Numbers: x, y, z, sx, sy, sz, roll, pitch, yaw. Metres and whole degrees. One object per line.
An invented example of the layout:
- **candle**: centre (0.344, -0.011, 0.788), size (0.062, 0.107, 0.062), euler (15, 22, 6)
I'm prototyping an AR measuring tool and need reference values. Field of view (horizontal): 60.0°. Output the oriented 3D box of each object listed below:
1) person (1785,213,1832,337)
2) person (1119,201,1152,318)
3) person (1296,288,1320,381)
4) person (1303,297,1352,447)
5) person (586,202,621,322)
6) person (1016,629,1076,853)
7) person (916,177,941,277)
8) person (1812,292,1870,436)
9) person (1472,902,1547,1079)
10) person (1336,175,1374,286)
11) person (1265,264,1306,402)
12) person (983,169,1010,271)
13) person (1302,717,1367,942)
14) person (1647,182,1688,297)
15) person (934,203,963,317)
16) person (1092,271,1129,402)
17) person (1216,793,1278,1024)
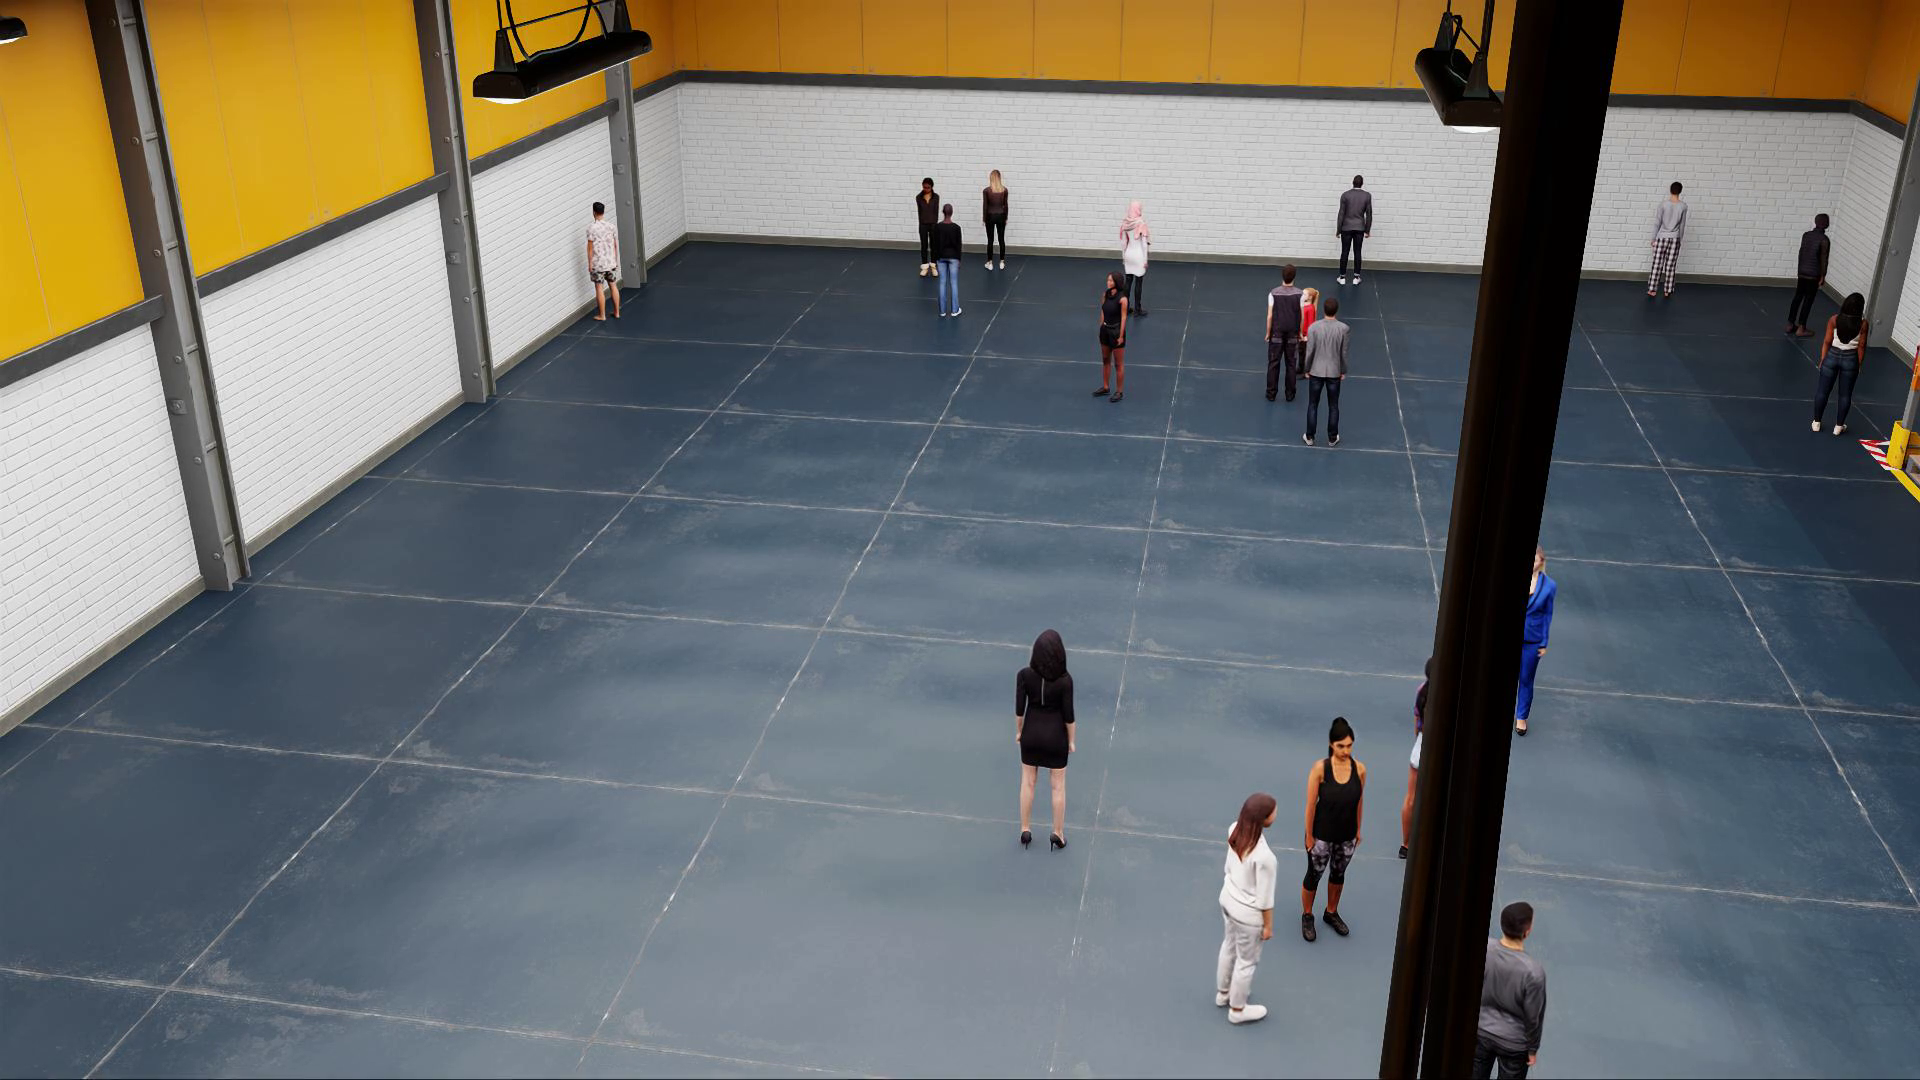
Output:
- **person**: centre (12.769, -3.999, 24.987), size (0.834, 1.835, 0.666), euler (-6, 24, -13)
- **person**: centre (2.723, -4.389, 25.920), size (0.736, 1.803, 0.761), euler (20, 31, 38)
- **person**: centre (4.800, -2.884, 23.126), size (0.632, 1.281, 0.539), euler (-6, 24, -14)
- **person**: centre (4.523, -2.080, 20.548), size (0.663, 1.874, 0.574), euler (4, 24, 9)
- **person**: centre (-5.517, -4.319, 25.749), size (0.708, 1.812, 0.800), euler (-20, 31, -38)
- **person**: centre (0.628, 1.507, 12.429), size (0.618, 1.804, 0.508), euler (6, 24, 15)
- **person**: centre (-0.536, -5.350, 28.295), size (0.616, 1.660, 0.666), euler (1, 24, 1)
- **person**: centre (11.116, -2.235, 20.984), size (0.738, 1.808, 0.743), euler (16, 28, 32)
- **person**: centre (3.084, 2.816, 9.488), size (0.702, 1.761, 0.714), euler (19, 30, 37)
- **person**: centre (6.546, -5.164, 27.673), size (0.719, 1.817, 0.570), euler (4, 24, 8)
- **person**: centre (4.319, -2.755, 22.126), size (0.660, 1.848, 0.575), euler (3, 24, 6)
- **person**: centre (0.612, -5.520, 28.629), size (0.669, 1.704, 0.637), euler (-5, 24, -12)
- **person**: centre (2.572, 1.991, 11.502), size (0.647, 1.661, 0.636), euler (-6, 24, -13)
- **person**: centre (11.492, -4.890, 27.010), size (0.621, 1.847, 0.532), euler (4, 24, 10)
- **person**: centre (-0.193, -4.377, 25.960), size (0.579, 1.749, 0.515), euler (4, 24, 9)
- **person**: centre (2.041, -2.732, 22.206), size (0.708, 1.741, 0.665), euler (-18, 30, -36)
- **person**: centre (1.824, 2.347, 10.656), size (0.747, 1.685, 0.654), euler (-11, 26, -23)
